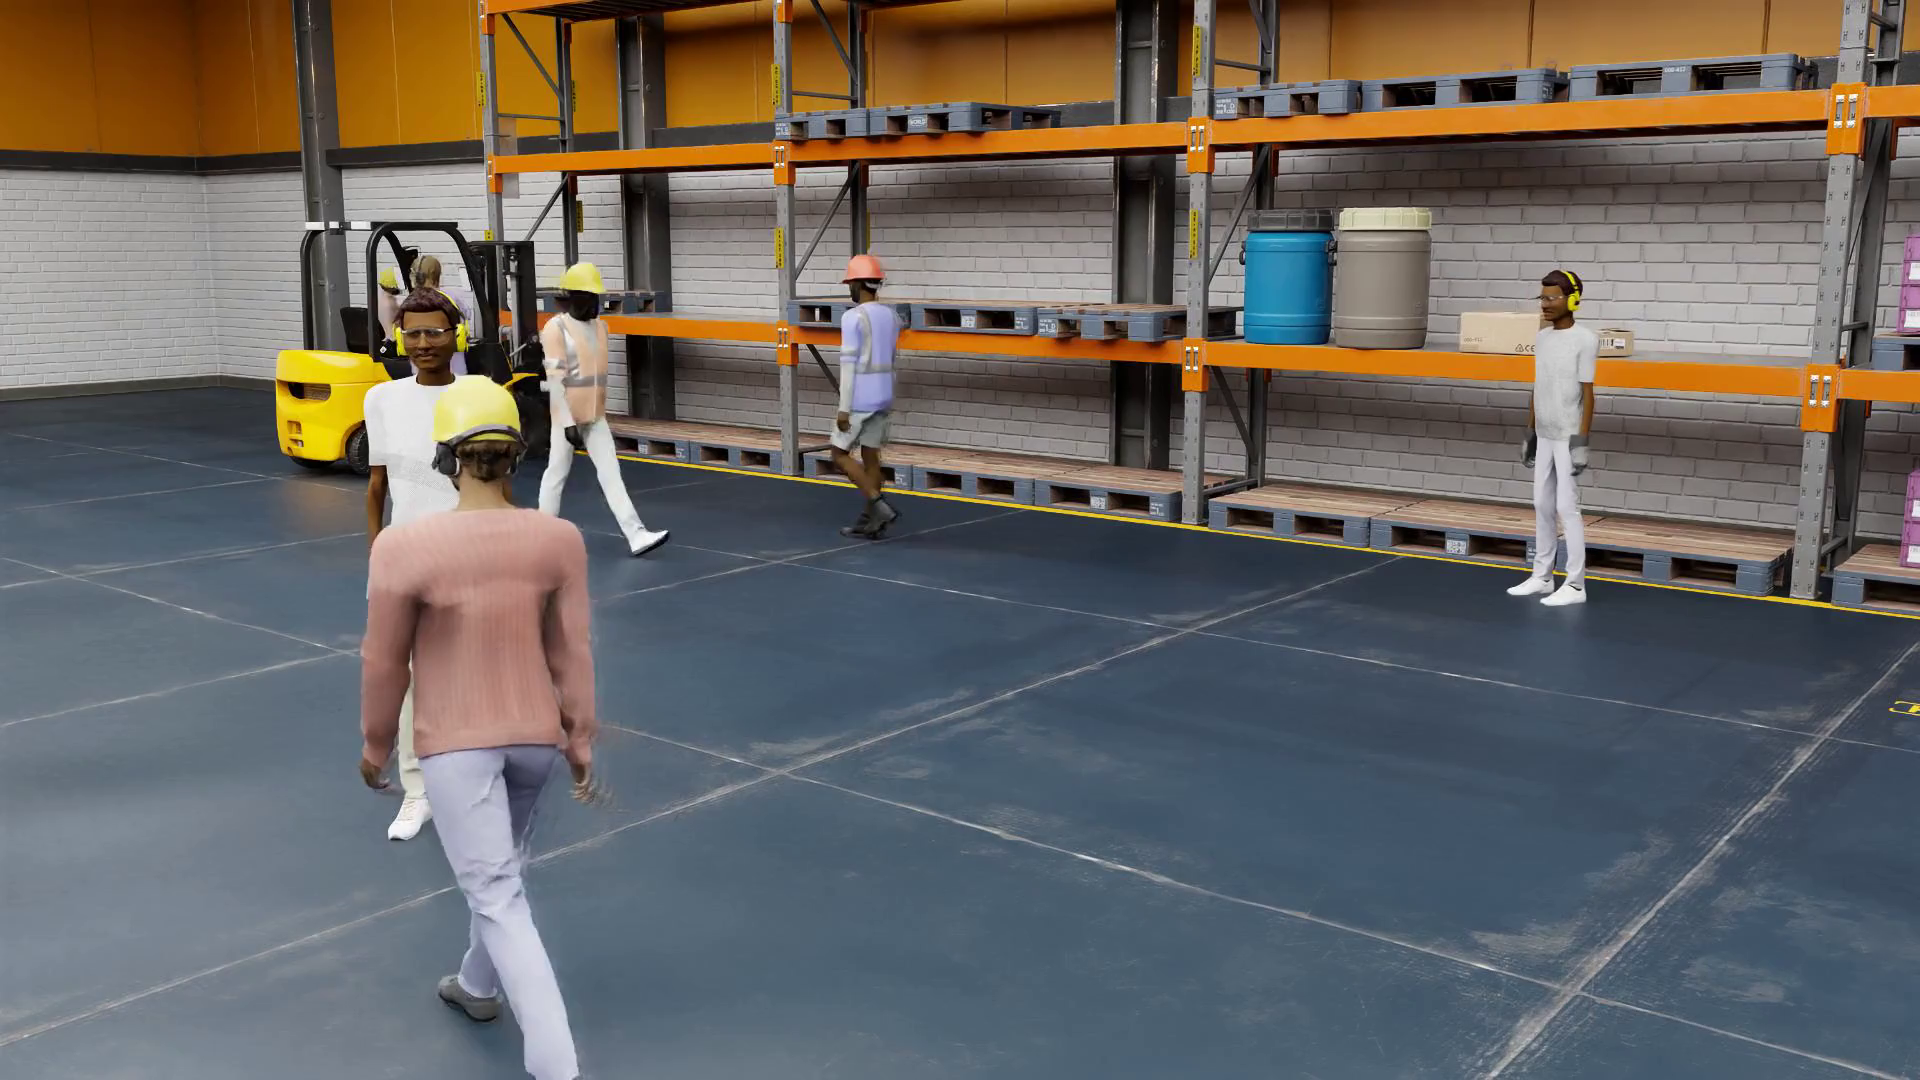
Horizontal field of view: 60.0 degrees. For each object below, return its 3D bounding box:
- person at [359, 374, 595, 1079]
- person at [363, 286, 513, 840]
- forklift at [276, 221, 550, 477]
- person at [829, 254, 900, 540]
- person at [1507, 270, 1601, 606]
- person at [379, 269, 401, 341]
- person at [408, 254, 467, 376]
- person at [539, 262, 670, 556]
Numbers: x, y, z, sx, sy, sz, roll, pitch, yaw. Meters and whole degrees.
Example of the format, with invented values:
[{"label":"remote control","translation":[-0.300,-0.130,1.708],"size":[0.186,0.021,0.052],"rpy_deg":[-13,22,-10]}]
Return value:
[{"label":"person","translation":[-1.104,0.470,3.949],"size":[0.522,1.717,0.947],"rpy_deg":[-10,14,-43]},{"label":"person","translation":[-1.758,0.084,5.642],"size":[0.508,1.872,0.329],"rpy_deg":[-2,10,-11]},{"label":"forklift","translation":[-4.922,-1.741,14.854],"size":[1.214,2.155,2.313],"rpy_deg":[8,13,38]},{"label":"person","translation":[-0.620,-0.935,11.122],"size":[0.448,1.926,0.575],"rpy_deg":[7,12,34]},{"label":"person","translation":[3.332,-0.565,9.275],"size":[0.318,1.860,0.511],"rpy_deg":[-3,11,-17]},{"label":"person","translation":[-6.093,-2.029,17.786],"size":[0.343,1.720,0.628],"rpy_deg":[-4,11,-20]},{"label":"person","translation":[-3.902,-1.188,12.569],"size":[0.490,1.920,0.643],"rpy_deg":[5,11,25]},{"label":"person","translation":[-2.341,-0.802,10.527],"size":[1.025,1.870,0.606],"rpy_deg":[6,12,30]}]
